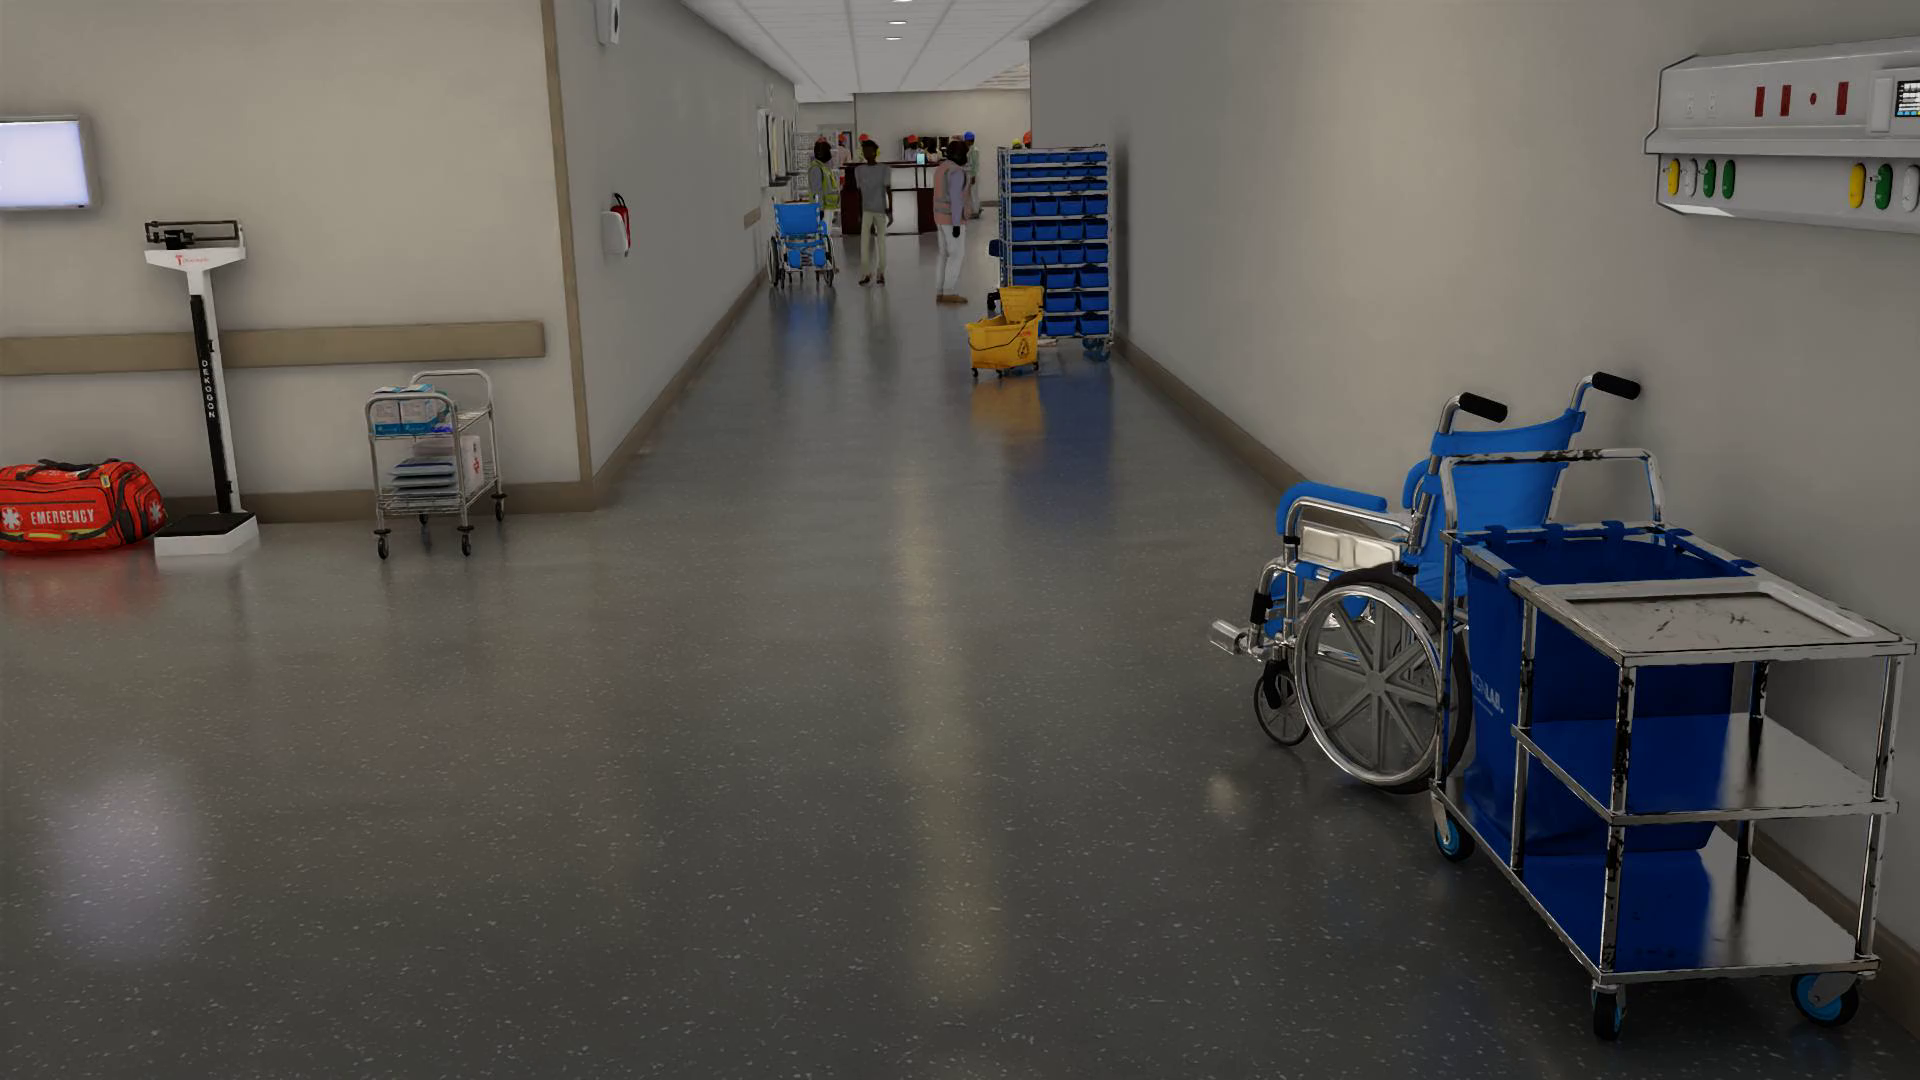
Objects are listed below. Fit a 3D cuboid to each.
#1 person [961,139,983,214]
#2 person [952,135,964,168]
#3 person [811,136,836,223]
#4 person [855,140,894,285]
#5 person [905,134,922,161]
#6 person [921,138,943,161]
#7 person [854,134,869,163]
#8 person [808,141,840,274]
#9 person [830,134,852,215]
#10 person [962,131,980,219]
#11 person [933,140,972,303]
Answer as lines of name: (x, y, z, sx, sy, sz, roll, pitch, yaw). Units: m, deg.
person: (0.117, -8.435, 38.757, 0.932, 1.802, 0.555, 5, 15, 26)
person: (0.049, -8.434, 38.587, 0.463, 1.870, 0.674, 0, 14, 6)
person: (-3.105, -8.172, 37.754, 0.551, 1.934, 0.373, 9, 17, 37)
person: (-1.105, -4.193, 21.376, 0.516, 1.842, 0.804, 0, 14, 7)
person: (-1.113, -8.924, 40.634, 0.550, 1.928, 0.389, 6, 16, 30)
person: (-0.620, -8.209, 37.837, 0.625, 1.838, 0.430, -10, 16, -32)
person: (-2.420, -9.261, 42.064, 0.418, 1.982, 0.622, 6, 16, 30)
person: (-1.913, -4.685, 23.487, 0.429, 1.840, 0.637, 0, 14, 6)
person: (-2.931, -9.044, 41.224, 0.609, 1.986, 0.410, 5, 15, 24)
person: (0.259, -8.260, 37.695, 0.387, 1.948, 0.601, -5, 14, -15)
person: (-0.082, -3.598, 18.865, 0.432, 1.821, 0.659, -7, 15, -20)
